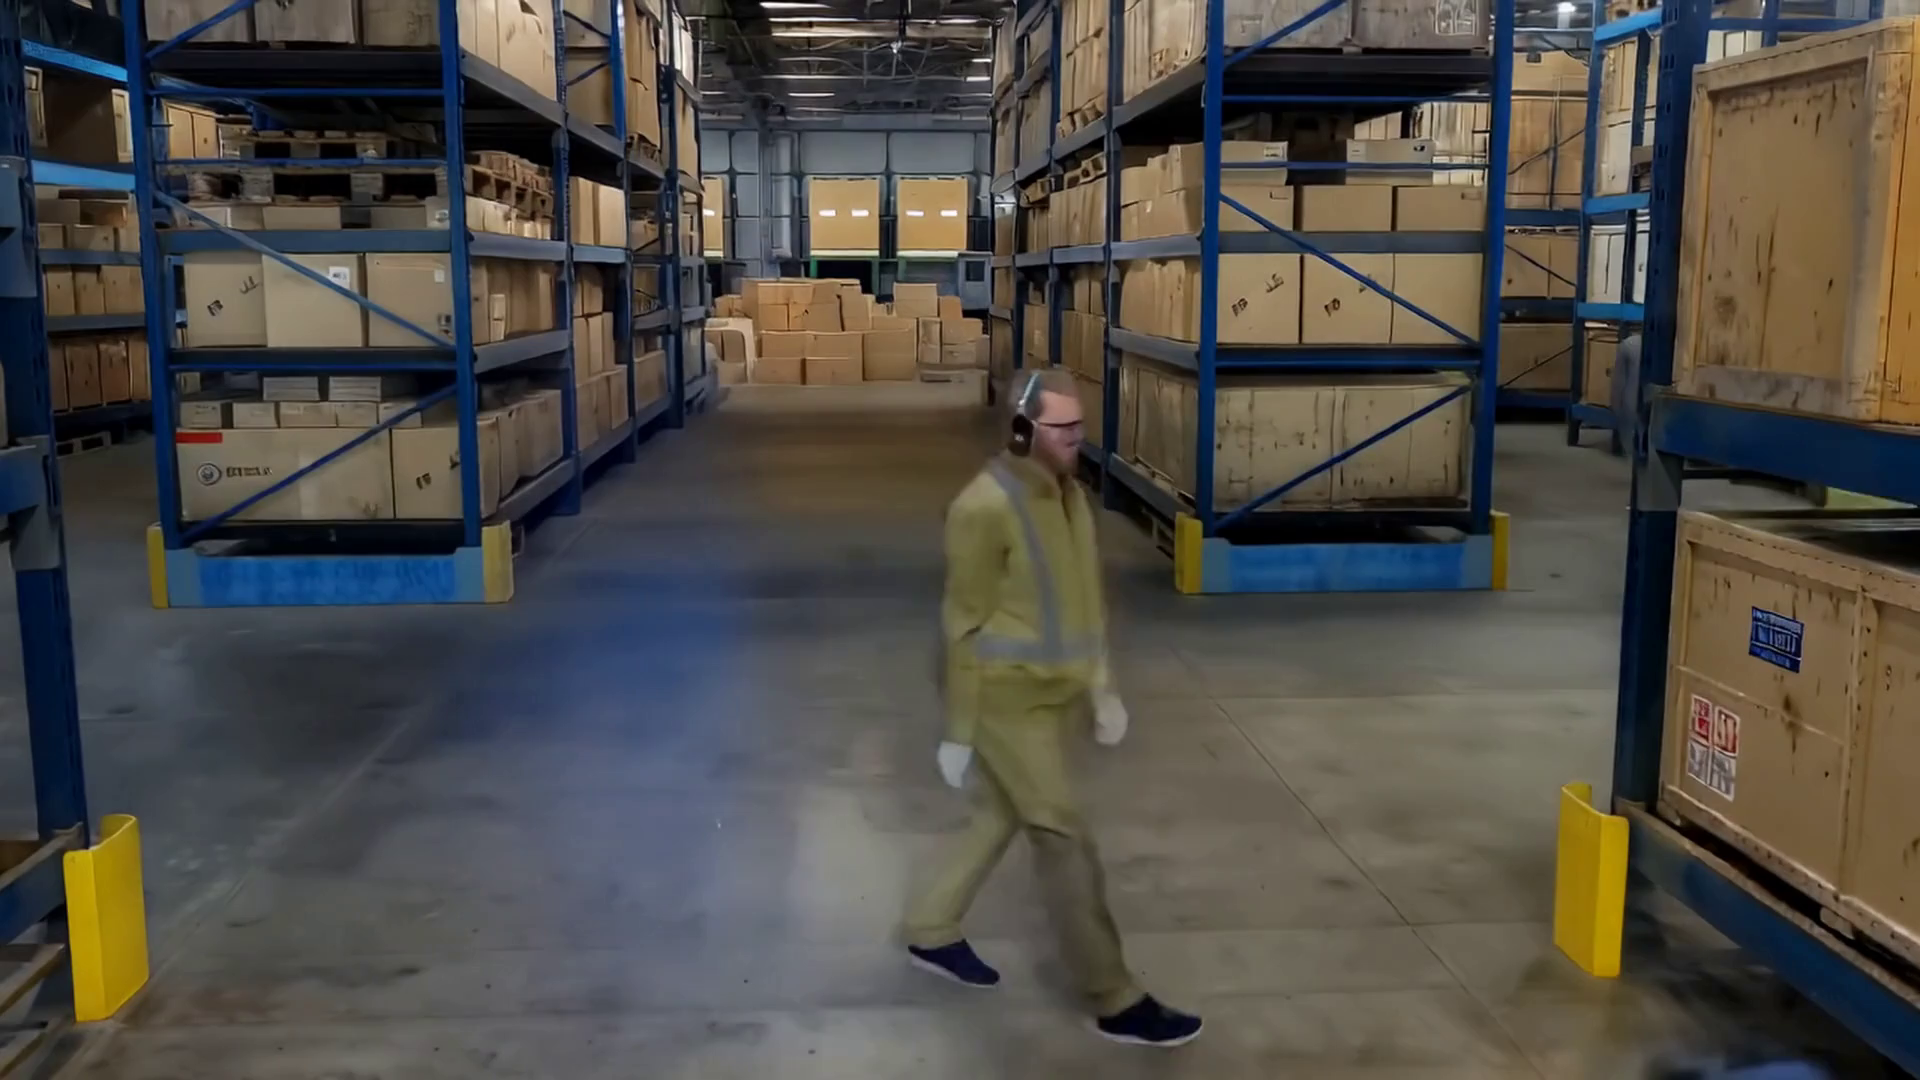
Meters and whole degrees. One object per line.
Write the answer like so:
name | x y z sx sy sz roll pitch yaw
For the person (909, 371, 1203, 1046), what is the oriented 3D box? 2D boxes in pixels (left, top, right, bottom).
person | 0.228 0.449 4.719 0.991 1.853 0.666 5 10 28

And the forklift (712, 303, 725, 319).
forklift | -9.166 -8.488 57.628 1.873 2.768 1.129 -4 10 -21

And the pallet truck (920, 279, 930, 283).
pallet truck | -0.932 -8.922 63.114 1.885 1.965 0.823 2 9 13

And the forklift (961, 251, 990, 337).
forklift | 0.497 -7.082 48.799 1.129 2.768 1.873 -1 9 -4

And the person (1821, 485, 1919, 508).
person | 4.134 -0.050 7.425 1.058 1.983 0.633 -6 11 -33

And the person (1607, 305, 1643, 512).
person | 6.076 -1.164 14.727 0.670 1.889 0.445 1 9 4

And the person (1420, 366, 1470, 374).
person | 4.370 -1.124 15.108 0.537 1.692 0.319 7 11 37
